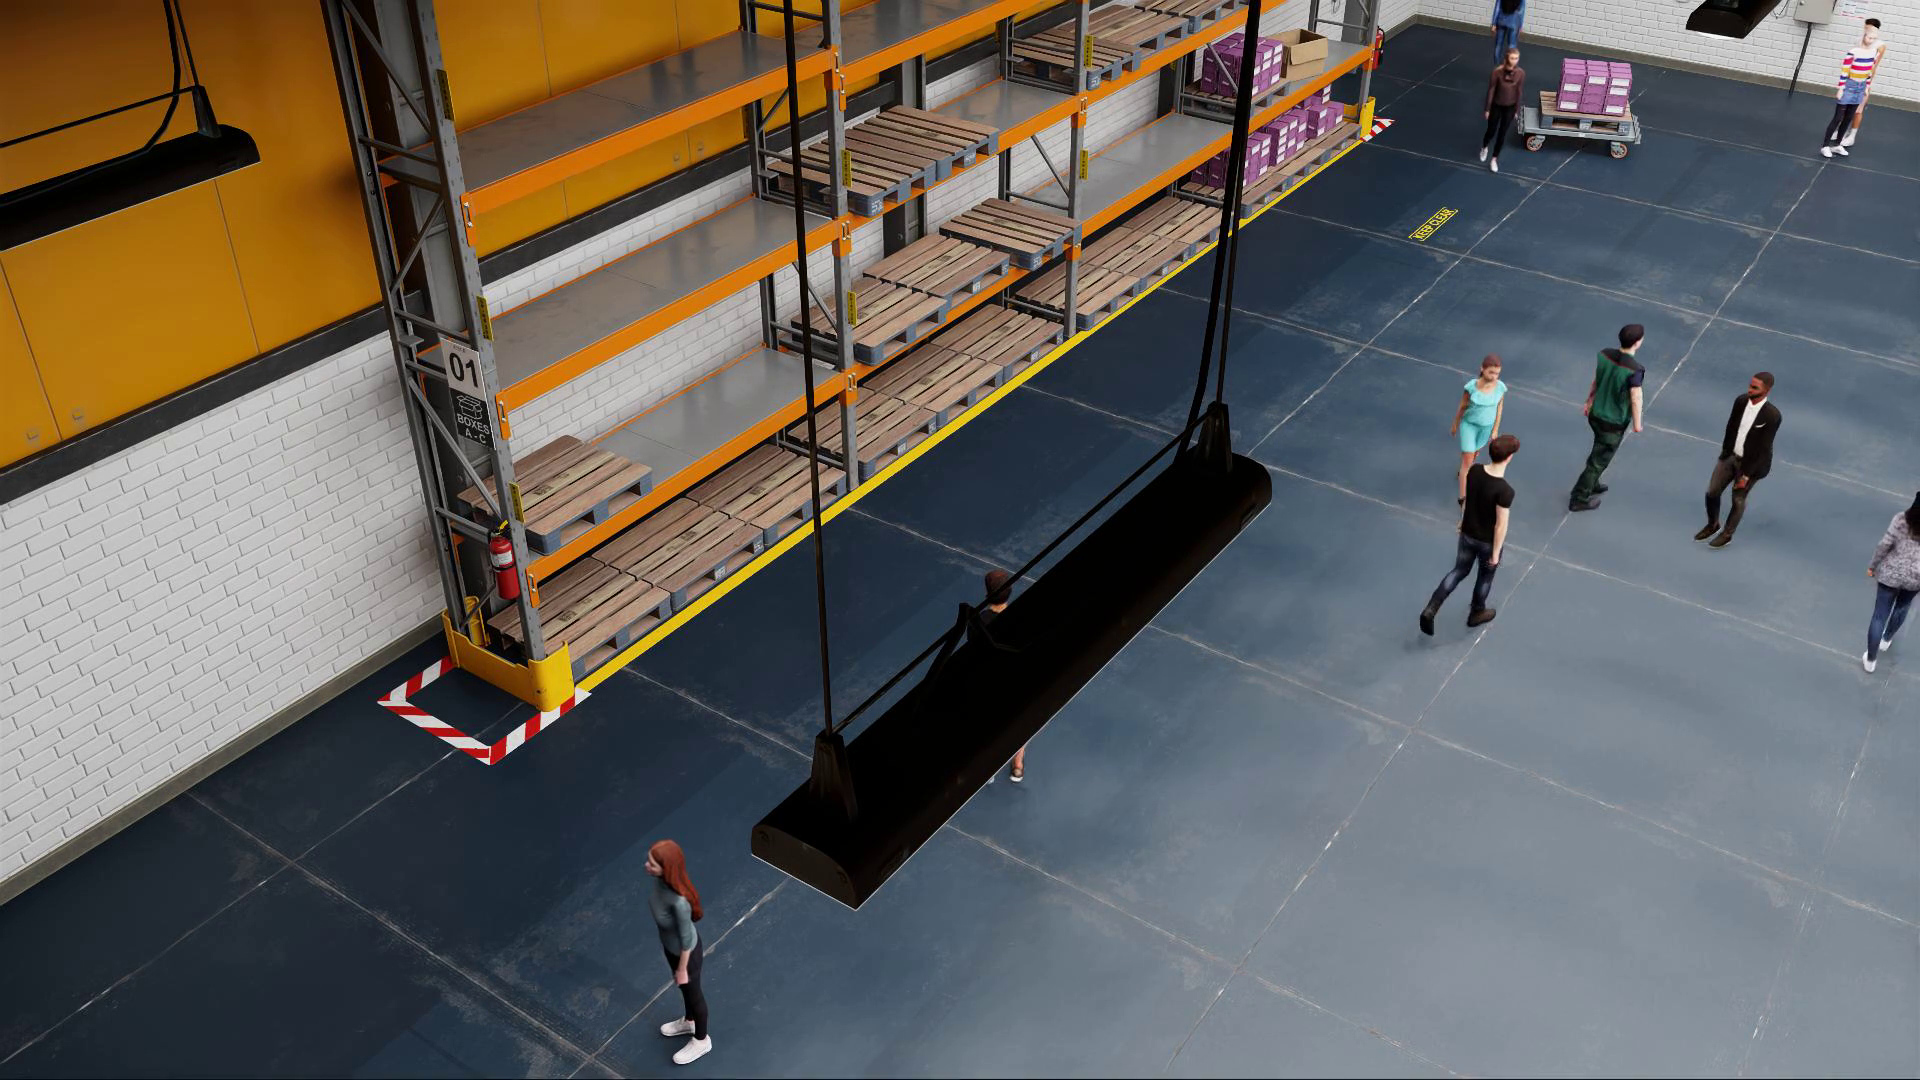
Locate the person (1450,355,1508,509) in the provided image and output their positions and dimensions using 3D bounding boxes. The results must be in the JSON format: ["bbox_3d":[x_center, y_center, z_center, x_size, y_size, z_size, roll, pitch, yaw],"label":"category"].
[{"bbox_3d":[4.848,-1.101,15.644,0.934,1.524,1.148,4,34,6],"label":"person"}]

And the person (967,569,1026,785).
[{"bbox_3d":[0.289,1.012,12.160,0.763,1.862,0.839,-8,34,-11],"label":"person"}]

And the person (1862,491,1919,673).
[{"bbox_3d":[7.548,0.334,13.311,0.744,1.717,0.891,13,36,19],"label":"person"}]

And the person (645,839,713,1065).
[{"bbox_3d":[-1.696,2.471,10.072,0.700,1.743,0.670,-13,36,-18],"label":"person"}]

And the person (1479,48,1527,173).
[{"bbox_3d":[7.397,-5.912,22.727,0.767,1.695,0.830,2,34,3],"label":"person"}]

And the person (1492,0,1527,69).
[{"bbox_3d":[8.478,-7.950,25.786,0.708,1.702,0.842,14,36,20],"label":"person"}]

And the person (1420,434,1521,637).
[{"bbox_3d":[4.211,-0.003,13.672,1.218,1.877,0.953,-19,38,-26],"label":"person"}]

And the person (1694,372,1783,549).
[{"bbox_3d":[7.026,-0.705,14.811,0.800,1.786,0.769,-18,38,-25],"label":"person"}]

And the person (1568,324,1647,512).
[{"bbox_3d":[5.904,-1.097,15.315,0.931,1.880,0.870,-10,35,-14],"label":"person"}]

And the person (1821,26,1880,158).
[{"bbox_3d":[12.398,-6.248,23.129,0.699,1.810,0.774,-7,34,-11],"label":"person"}]

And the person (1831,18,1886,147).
[{"bbox_3d":[12.727,-6.484,23.511,0.767,1.780,0.742,-12,36,-18],"label":"person"}]
